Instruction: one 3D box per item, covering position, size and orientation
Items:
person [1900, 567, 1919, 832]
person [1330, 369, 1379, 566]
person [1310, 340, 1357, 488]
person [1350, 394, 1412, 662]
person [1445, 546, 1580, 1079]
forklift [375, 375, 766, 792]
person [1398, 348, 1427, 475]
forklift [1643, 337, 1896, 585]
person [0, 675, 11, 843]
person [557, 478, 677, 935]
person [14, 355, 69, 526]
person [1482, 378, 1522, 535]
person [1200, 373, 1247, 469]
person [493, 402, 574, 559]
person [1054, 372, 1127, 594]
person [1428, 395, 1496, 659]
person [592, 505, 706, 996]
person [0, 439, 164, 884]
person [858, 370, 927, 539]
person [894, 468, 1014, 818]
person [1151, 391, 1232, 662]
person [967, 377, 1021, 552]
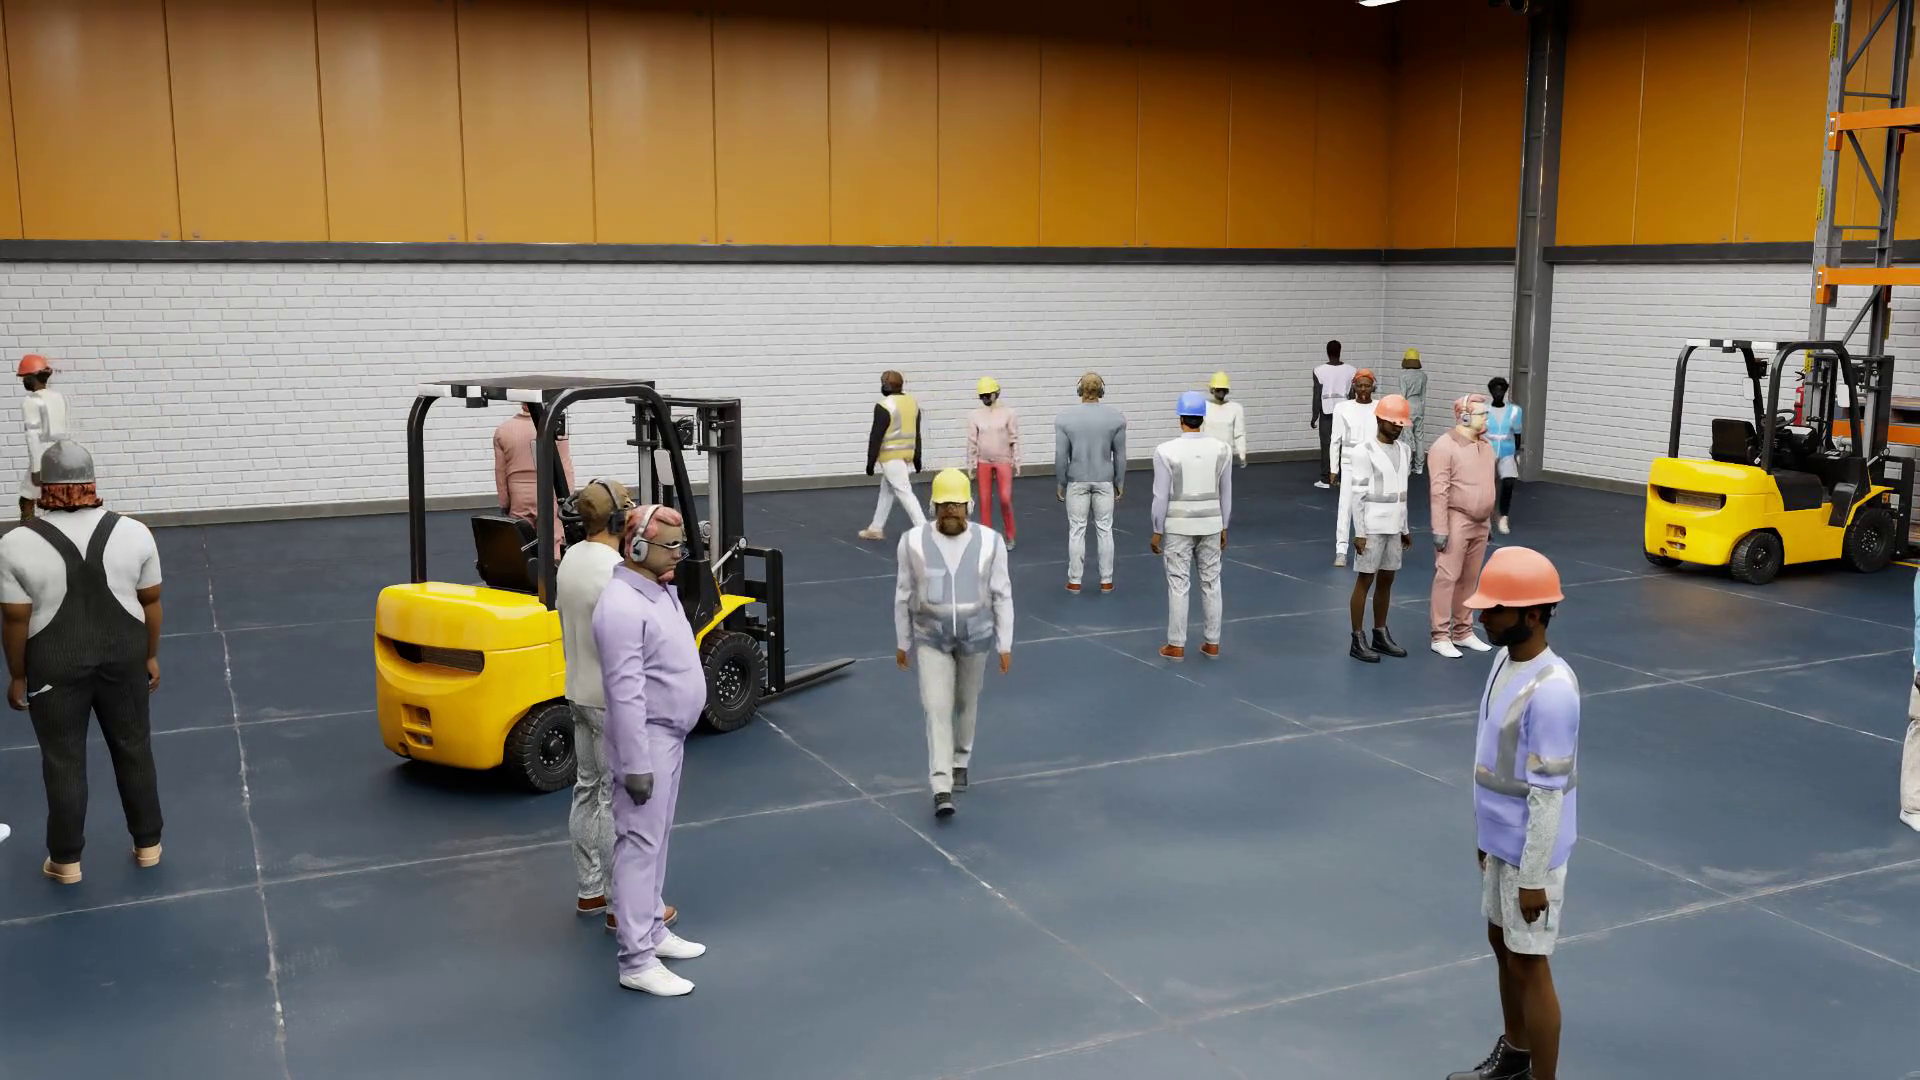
[{"bbox_3d":[4.954,0.646,8.318,0.514,1.641,0.308,-4,10,-23],"label":"person"},{"bbox_3d":[3.801,-0.677,15.769,0.584,1.883,0.339,1,9,8],"label":"person"},{"bbox_3d":[4.834,-1.622,21.535,0.590,1.916,0.394,-2,9,-10],"label":"person"},{"bbox_3d":[3.056,-0.088,11.984,0.543,1.928,0.372,-6,11,-33],"label":"person"},{"bbox_3d":[1.794,0.974,5.412,0.386,1.930,0.541,1,9,4],"label":"person"},{"bbox_3d":[-2.268,0.149,9.685,1.214,2.155,2.313,6,11,32],"label":"forklift"},{"bbox_3d":[6.222,-1.772,22.995,0.487,1.744,0.312,-5,10,-27],"label":"person"},{"bbox_3d":[7.551,-0.789,15.507,2.313,2.155,1.214,-4,10,-25],"label":"forklift"},{"bbox_3d":[-4.901,0.591,7.969,0.517,1.865,0.334,-5,10,-28],"label":"person"},{"bbox_3d":[-1.482,0.698,7.069,0.372,1.940,0.630,-7,11,-37],"label":"person"},{"bbox_3d":[-8.775,-0.742,15.783,0.932,2.003,0.650,1,9,7],"label":"person"},{"bbox_3d":[5.713,-0.890,17.726,0.552,1.670,0.627,1,9,8],"label":"person"},{"bbox_3d":[2.734,-0.878,17.450,0.540,1.736,0.783,-1,9,-3],"label":"person"},{"bbox_3d":[-3.417,-0.317,13.474,0.652,1.904,0.402,2,9,9],"label":"person"},{"bbox_3d":[1.128,-0.490,14.440,0.630,1.940,0.372,0,9,-1],"label":"person"},{"bbox_3d":[3.689,-0.104,12.146,0.651,1.908,0.409,-7,12,-38],"label":"person"},{"bbox_3d":[-1.195,0.805,6.529,0.406,1.902,0.638,0,9,0],"label":"person"},{"bbox_3d":[-4.065,0.547,7.693,0.676,2.000,0.536,-7,12,-38],"label":"person"},{"bbox_3d":[-0.646,-0.850,17.162,0.990,1.797,0.631,6,11,31],"label":"person"},{"bbox_3d":[-0.027,0.518,8.658,0.617,1.781,0.915,-1,9,-3],"label":"person"},{"bbox_3d":[1.655,-0.092,11.941,0.605,1.949,0.401,-2,9,-12],"label":"person"},{"bbox_3d":[0.333,-0.761,16.678,0.539,1.749,0.386,3,10,20],"label":"person"}]
